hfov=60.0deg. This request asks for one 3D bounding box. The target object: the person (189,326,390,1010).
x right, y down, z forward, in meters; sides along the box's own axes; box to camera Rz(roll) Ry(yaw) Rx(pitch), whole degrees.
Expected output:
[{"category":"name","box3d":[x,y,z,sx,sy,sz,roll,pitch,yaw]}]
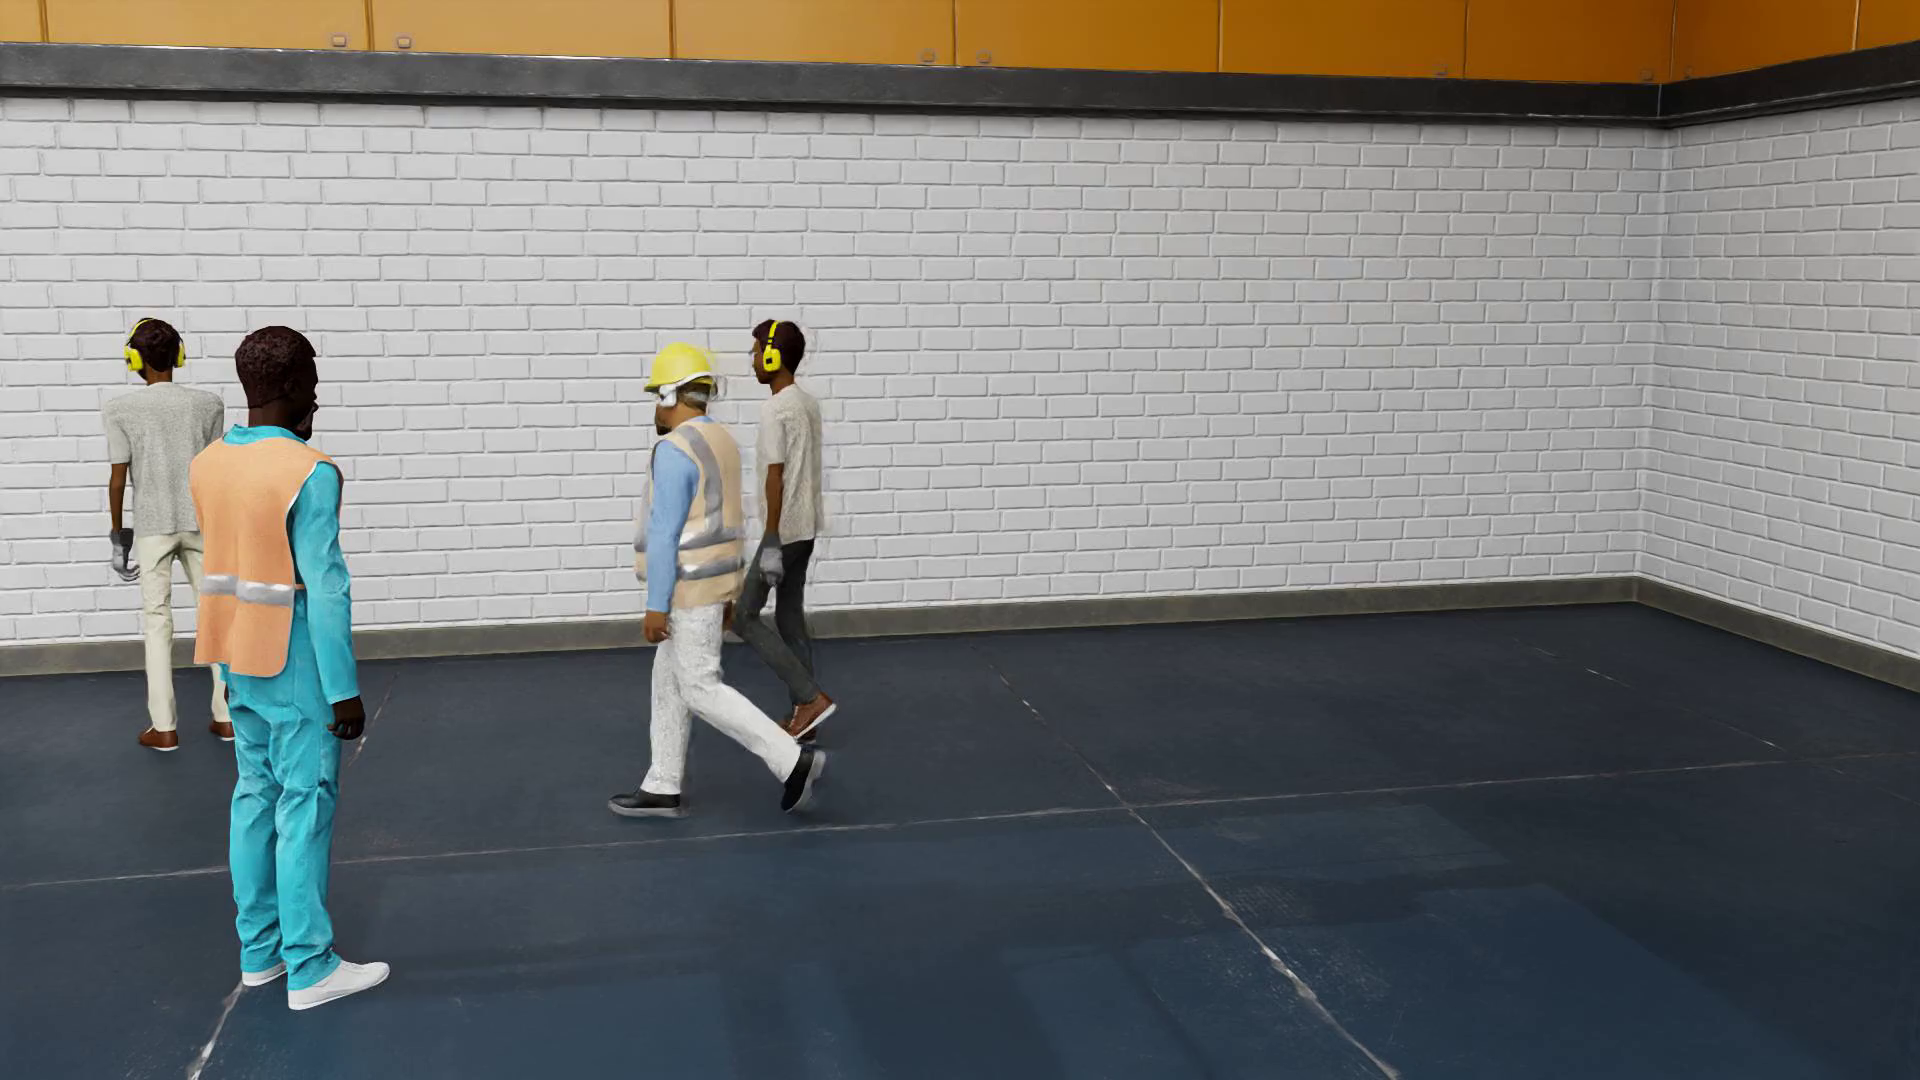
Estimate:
[{"category":"person","box3d":[-1.915,0.361,4.683,0.587,1.911,0.397,7,11,35]}]

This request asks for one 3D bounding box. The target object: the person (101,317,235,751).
[{"category":"person","box3d":[-3.403,-0.024,7.191,0.495,1.862,0.325,-7,12,-38]}]

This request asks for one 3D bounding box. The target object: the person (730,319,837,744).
[{"category":"person","box3d":[-0.781,-0.015,7.126,0.390,1.853,0.558,3,10,17]}]

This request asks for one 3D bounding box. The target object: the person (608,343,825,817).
[{"category":"person","box3d":[-0.913,0.173,6.168,0.792,1.800,0.596,1,9,7]}]
